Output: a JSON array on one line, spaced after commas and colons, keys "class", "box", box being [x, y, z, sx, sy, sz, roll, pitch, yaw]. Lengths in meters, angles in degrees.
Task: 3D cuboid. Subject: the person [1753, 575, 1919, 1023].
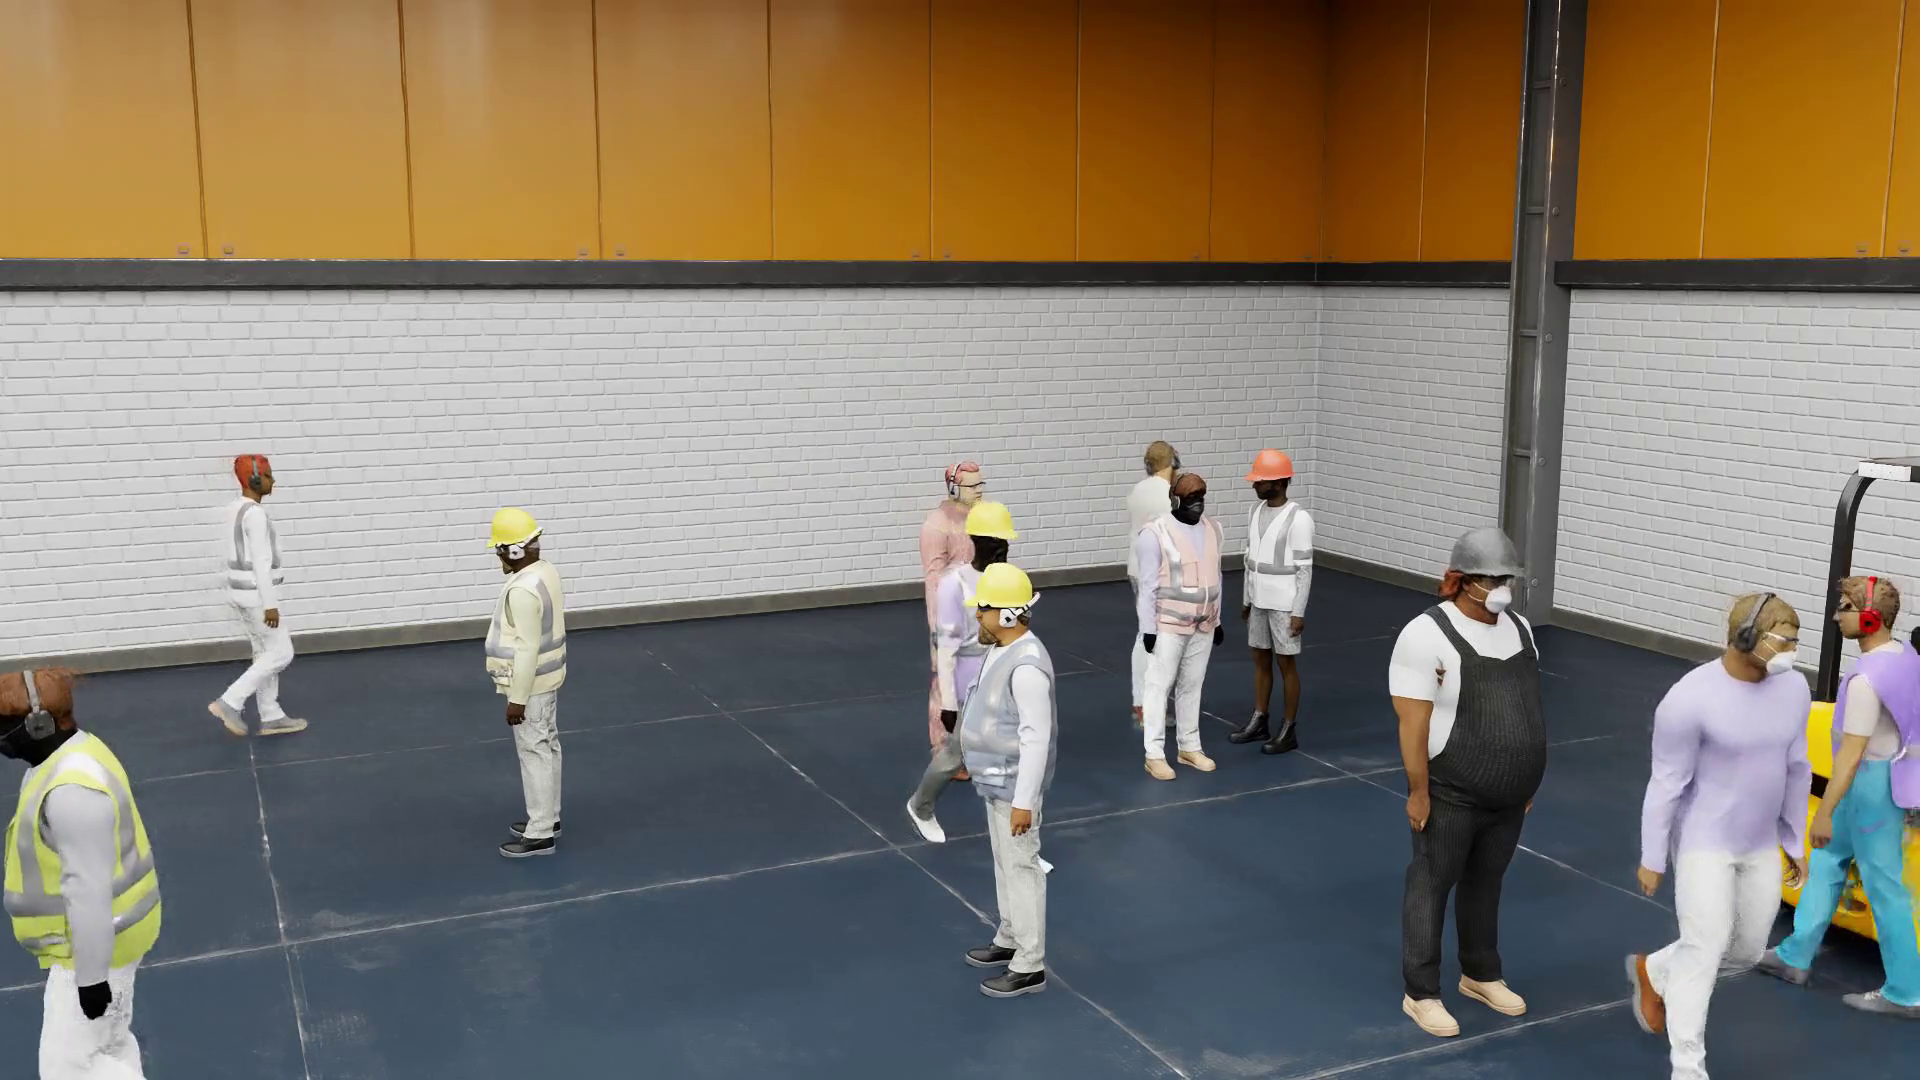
[{"class": "person", "box": [3.609, 1.035, 6.836, 0.854, 1.808, 0.603, 7, 12, 38]}]

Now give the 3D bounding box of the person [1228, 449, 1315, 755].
[{"class": "person", "box": [1.970, 0.386, 10.512, 0.376, 1.933, 0.545, -5, 11, -30]}]

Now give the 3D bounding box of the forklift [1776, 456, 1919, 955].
[{"class": "forklift", "box": [4.857, 0.731, 7.561, 2.313, 2.155, 1.214, -4, 10, -25]}]

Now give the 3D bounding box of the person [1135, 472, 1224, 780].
[{"class": "person", "box": [1.351, 0.507, 10.038, 0.624, 1.844, 0.430, -6, 11, -31]}]

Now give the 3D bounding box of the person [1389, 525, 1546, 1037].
[{"class": "person", "box": [2.083, 0.950, 6.677, 0.684, 2.000, 0.538, -5, 10, -29]}]

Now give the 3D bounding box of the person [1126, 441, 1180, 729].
[{"class": "person", "box": [1.325, 0.297, 11.191, 0.454, 1.894, 0.782, -3, 10, -20]}]

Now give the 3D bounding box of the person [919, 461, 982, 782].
[{"class": "person", "box": [0.028, 0.474, 10.043, 0.407, 1.910, 0.638, 5, 11, 30]}]

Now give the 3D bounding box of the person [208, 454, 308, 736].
[{"class": "person", "box": [-4.575, 0.374, 10.766, 0.519, 1.872, 0.595, -6, 11, -34]}]

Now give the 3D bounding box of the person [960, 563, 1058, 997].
[{"class": "person", "box": [0.200, 0.999, 7.013, 0.403, 1.830, 0.601, -2, 9, -10]}]

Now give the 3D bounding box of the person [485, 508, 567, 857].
[{"class": "person", "box": [-2.262, 0.736, 8.680, 0.403, 1.822, 0.589, 0, 9, -3]}]

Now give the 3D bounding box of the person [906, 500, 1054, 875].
[{"class": "person", "box": [0.080, 0.720, 8.578, 0.594, 1.893, 0.944, -8, 12, -42]}]

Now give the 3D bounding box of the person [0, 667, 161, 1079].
[{"class": "person", "box": [-2.762, 1.283, 5.310, 0.488, 1.822, 0.642, -5, 10, -28]}]

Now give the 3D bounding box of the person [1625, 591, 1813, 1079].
[{"class": "person", "box": [2.744, 1.101, 6.131, 0.653, 1.922, 0.725, -4, 10, -21]}]
